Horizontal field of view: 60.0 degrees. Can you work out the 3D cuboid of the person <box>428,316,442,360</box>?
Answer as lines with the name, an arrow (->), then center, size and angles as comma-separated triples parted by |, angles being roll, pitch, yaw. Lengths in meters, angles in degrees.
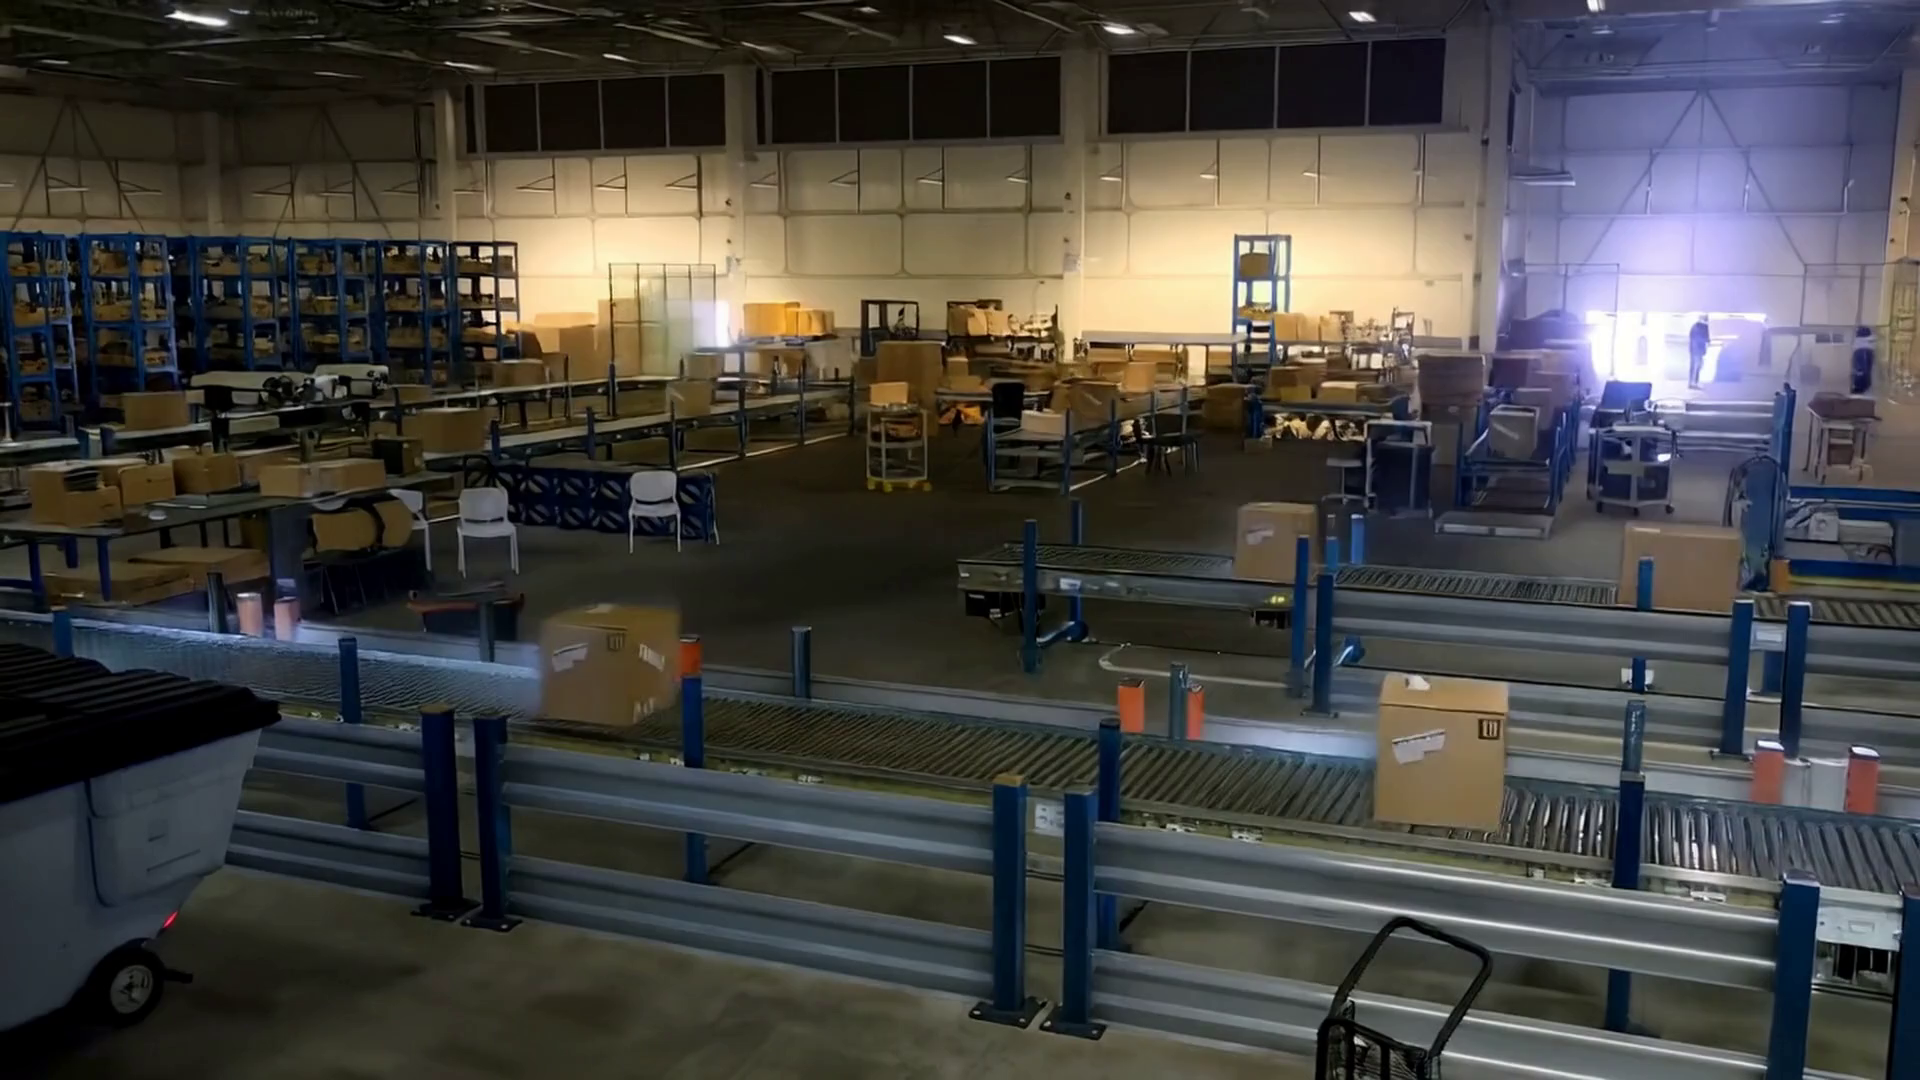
person -> -15.203, -5.805, 48.094 | 0.394, 1.836, 0.567 | 2, 10, 10

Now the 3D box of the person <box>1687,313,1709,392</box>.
person -> 17.889, -4.542, 40.218 | 0.402, 1.904, 0.651 | 0, 9, -2

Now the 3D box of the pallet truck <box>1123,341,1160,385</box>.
pallet truck -> 4.445, -4.380, 41.279 | 0.680, 1.201, 1.601 | 4, 10, 22

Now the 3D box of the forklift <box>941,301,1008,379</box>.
forklift -> 0.365, -4.966, 41.571 | 1.157, 1.987, 2.680 | 3, 10, 20

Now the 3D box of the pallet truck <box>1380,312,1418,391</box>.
pallet truck -> 10.207, -4.283, 38.369 | 0.823, 1.965, 1.885 | 3, 10, 20

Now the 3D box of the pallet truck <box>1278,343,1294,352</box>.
pallet truck -> 7.886, -4.163, 39.743 | 0.653, 1.274, 1.630 | 4, 10, 22

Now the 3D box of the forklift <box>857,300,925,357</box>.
forklift -> -1.732, -5.109, 42.468 | 1.157, 1.987, 2.680 | 4, 10, 22

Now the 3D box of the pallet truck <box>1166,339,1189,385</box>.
pallet truck -> 5.418, -4.269, 40.420 | 0.704, 1.261, 1.522 | 3, 10, 20

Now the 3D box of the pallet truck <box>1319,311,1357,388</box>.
pallet truck -> 9.071, -4.419, 39.190 | 0.823, 1.965, 1.885 | 5, 10, 26

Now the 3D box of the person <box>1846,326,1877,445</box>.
person -> 15.095, -2.576, 27.924 | 0.659, 2.029, 0.611 | -8, 12, -39
